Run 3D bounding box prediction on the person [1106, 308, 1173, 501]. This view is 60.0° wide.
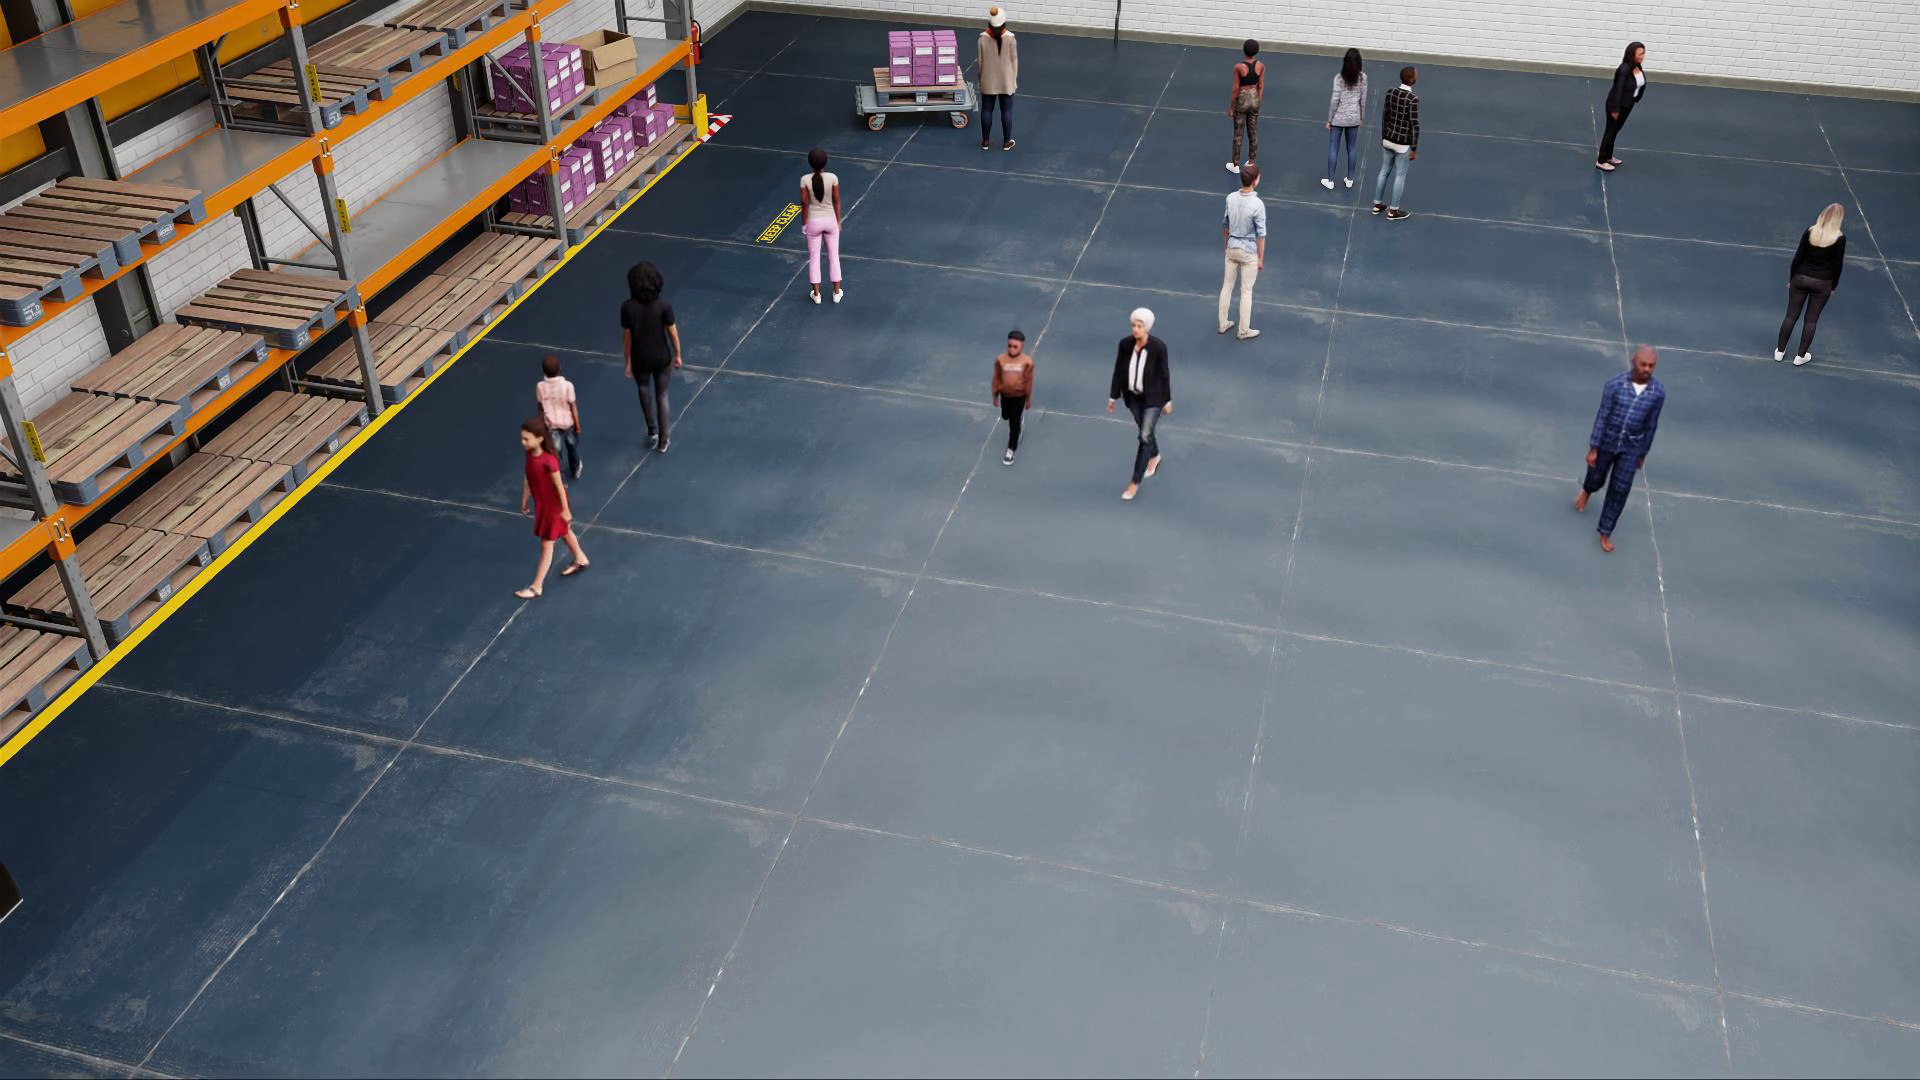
[{"bbox_3d":[1.722,-1.280,14.728,1.020,1.756,1.154,24,40,31],"label":"person"}]

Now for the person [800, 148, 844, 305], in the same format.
[{"bbox_3d":[-1.479,-3.365,17.782,0.643,1.741,0.636,-4,34,-7],"label":"person"}]

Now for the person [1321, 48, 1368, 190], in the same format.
[{"bbox_3d":[4.762,-5.219,20.579,0.690,1.731,0.660,-4,34,-7],"label":"person"}]

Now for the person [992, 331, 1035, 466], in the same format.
[{"bbox_3d":[0.504,-1.359,15.218,0.533,1.237,0.857,9,35,13],"label":"person"}]

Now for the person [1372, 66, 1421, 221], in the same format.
[{"bbox_3d":[5.193,-4.724,19.754,0.767,1.821,0.743,-24,40,-31],"label":"person"}]

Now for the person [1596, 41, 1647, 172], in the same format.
[{"bbox_3d":[8.404,-5.539,21.164,0.795,1.616,0.694,24,40,32],"label":"person"}]

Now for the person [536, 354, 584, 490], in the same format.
[{"bbox_3d":[-3.541,-1.020,14.653,0.683,1.299,0.860,-4,34,-6],"label":"person"}]

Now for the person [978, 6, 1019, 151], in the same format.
[{"bbox_3d":[0.480,-6.022,21.644,0.704,1.890,0.682,5,34,7],"label":"person"}]

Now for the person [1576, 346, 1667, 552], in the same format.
[{"bbox_3d":[5.494,-0.833,13.922,0.660,1.797,0.973,7,34,11],"label":"person"}]

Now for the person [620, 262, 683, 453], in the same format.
[{"bbox_3d":[-2.805,-1.611,15.072,0.786,1.819,0.799,-4,34,-6],"label":"person"}]

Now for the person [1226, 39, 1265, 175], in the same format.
[{"bbox_3d":[3.613,-5.489,21.014,0.655,1.699,0.670,-6,34,-9],"label":"person"}]

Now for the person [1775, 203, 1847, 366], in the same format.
[{"bbox_3d":[8.505,-2.556,16.614,0.684,1.686,0.666,24,40,31],"label":"person"}]

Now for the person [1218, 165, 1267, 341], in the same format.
[{"bbox_3d":[2.899,-2.962,17.079,0.734,1.848,0.725,28,43,35],"label":"person"}]

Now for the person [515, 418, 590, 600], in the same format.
[{"bbox_3d":[-3.240,-0.325,13.409,0.865,1.518,1.076,27,42,34],"label":"person"}]
